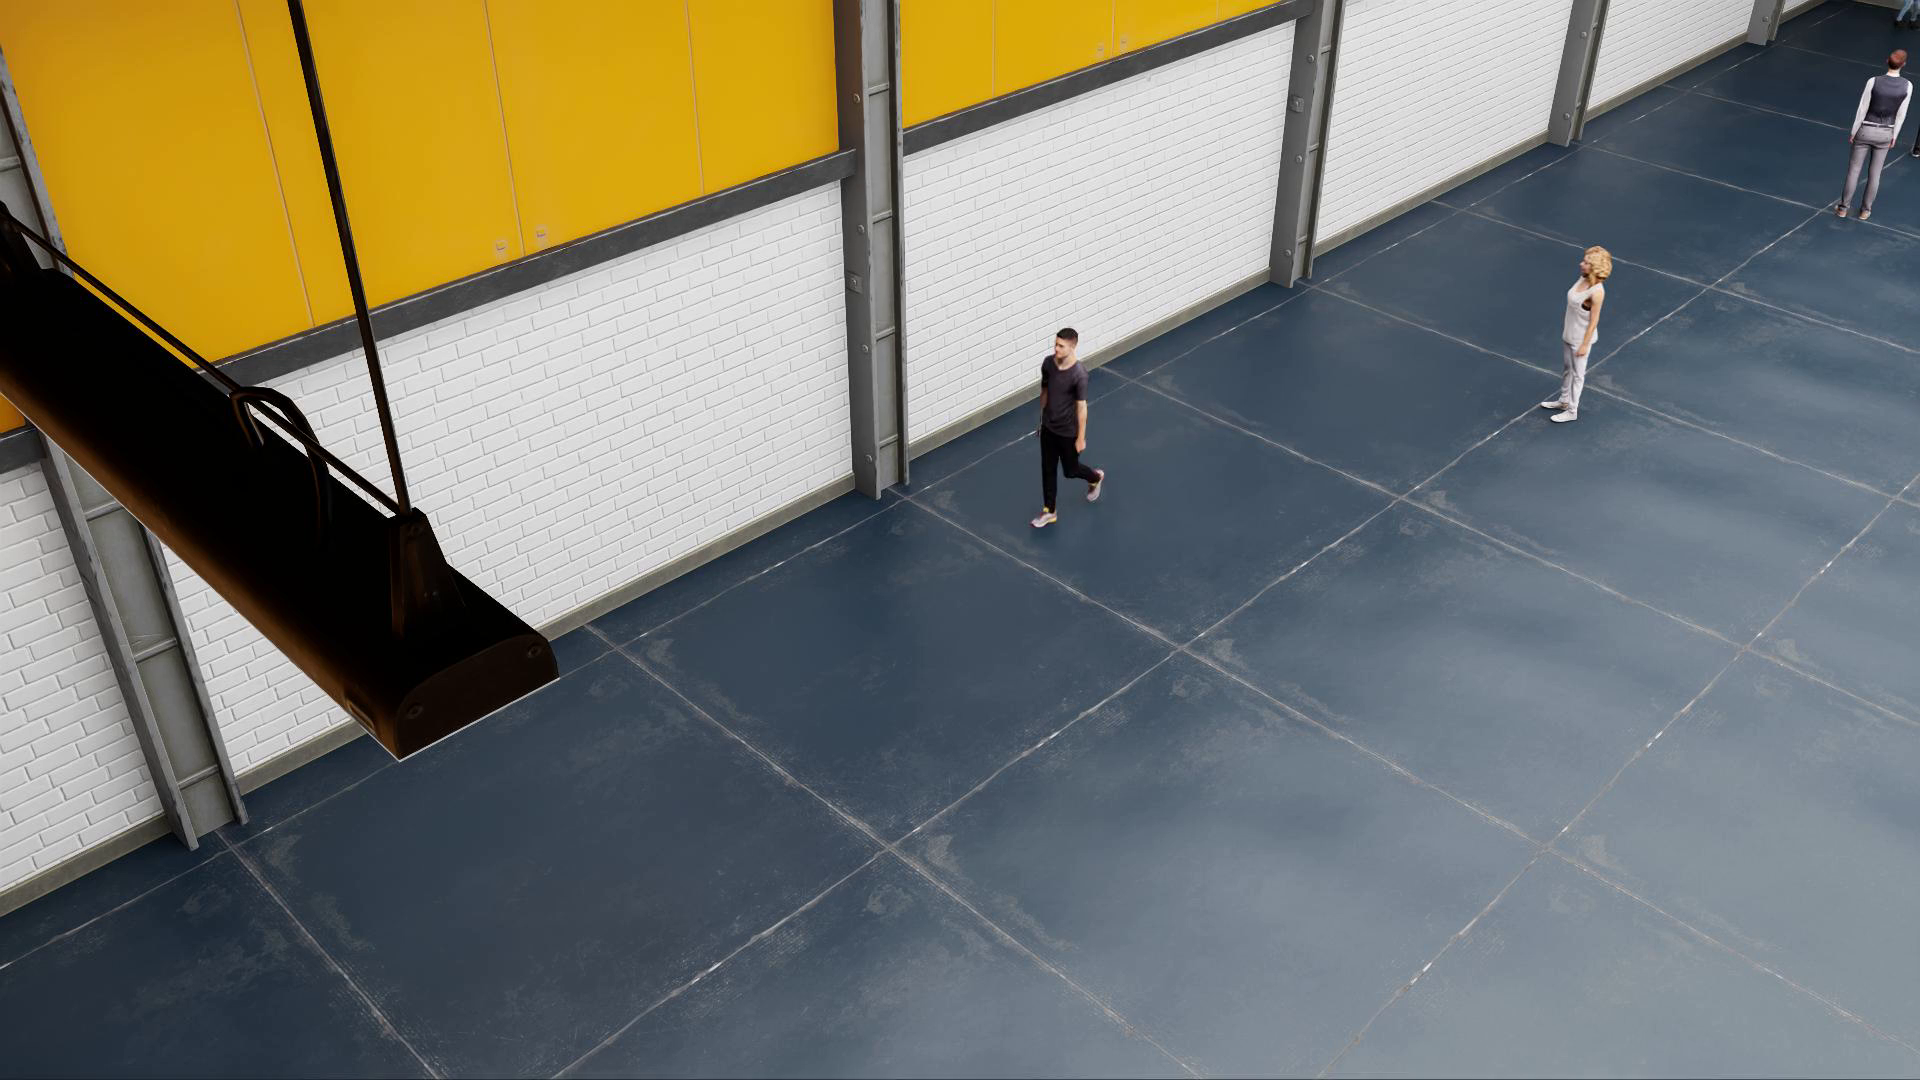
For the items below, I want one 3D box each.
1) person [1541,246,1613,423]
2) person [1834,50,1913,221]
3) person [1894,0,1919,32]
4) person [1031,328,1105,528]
[{"bbox_3d":[5.611,-1.860,15.009,0.742,1.670,0.681,0,34,0],"label":"person"},{"bbox_3d":[10.407,-4.618,18.918,0.730,1.937,0.703,14,36,20],"label":"person"},{"bbox_3d":[14.443,-8.310,25.171,0.635,1.164,0.660,-20,38,-27],"label":"person"},{"bbox_3d":[0.889,-0.934,13.546,0.957,1.748,0.632,-28,43,-35],"label":"person"}]
